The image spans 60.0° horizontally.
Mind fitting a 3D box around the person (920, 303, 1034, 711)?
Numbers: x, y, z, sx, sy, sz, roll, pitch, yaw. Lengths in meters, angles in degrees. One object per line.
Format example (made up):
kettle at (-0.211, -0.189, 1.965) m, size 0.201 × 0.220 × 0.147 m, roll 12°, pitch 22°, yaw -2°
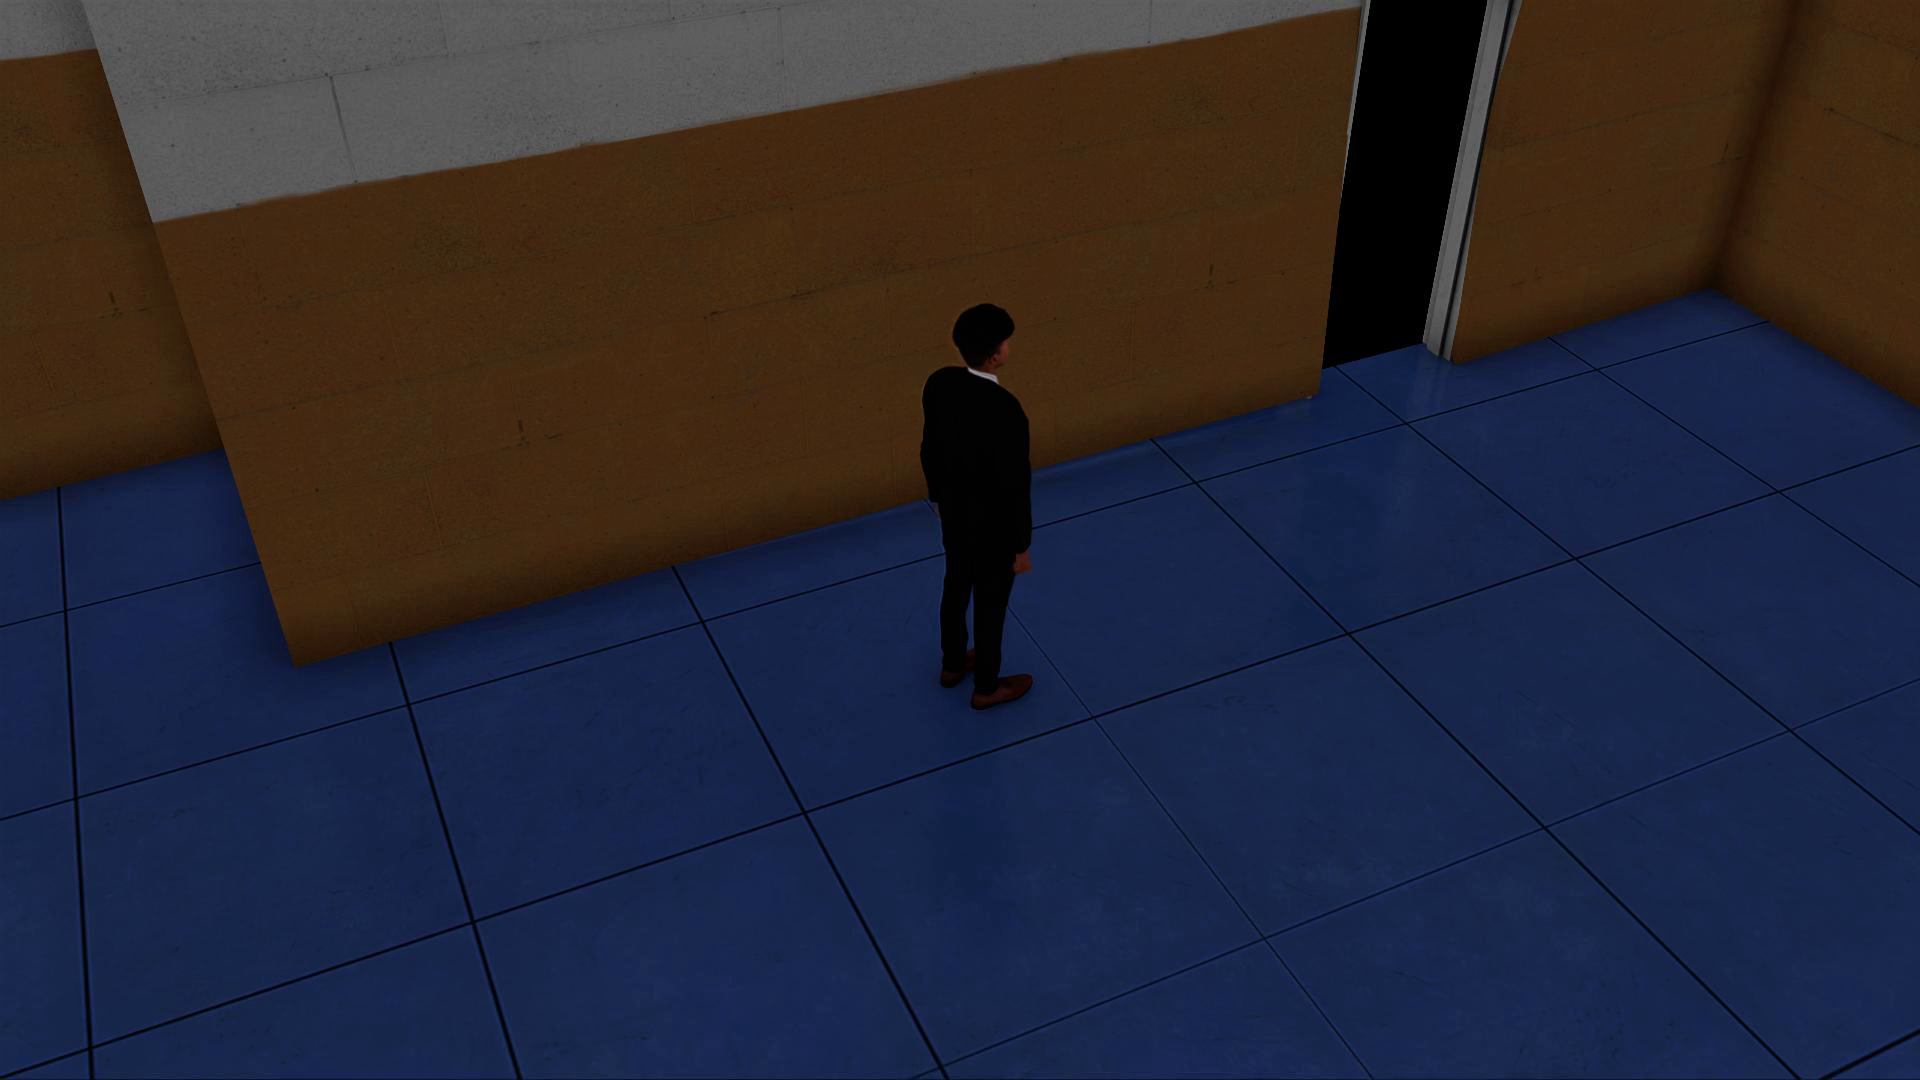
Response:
person at (0.069, -0.115, 6.783) m, size 0.823 × 1.883 × 0.611 m, roll -29°, pitch 46°, yaw -33°
